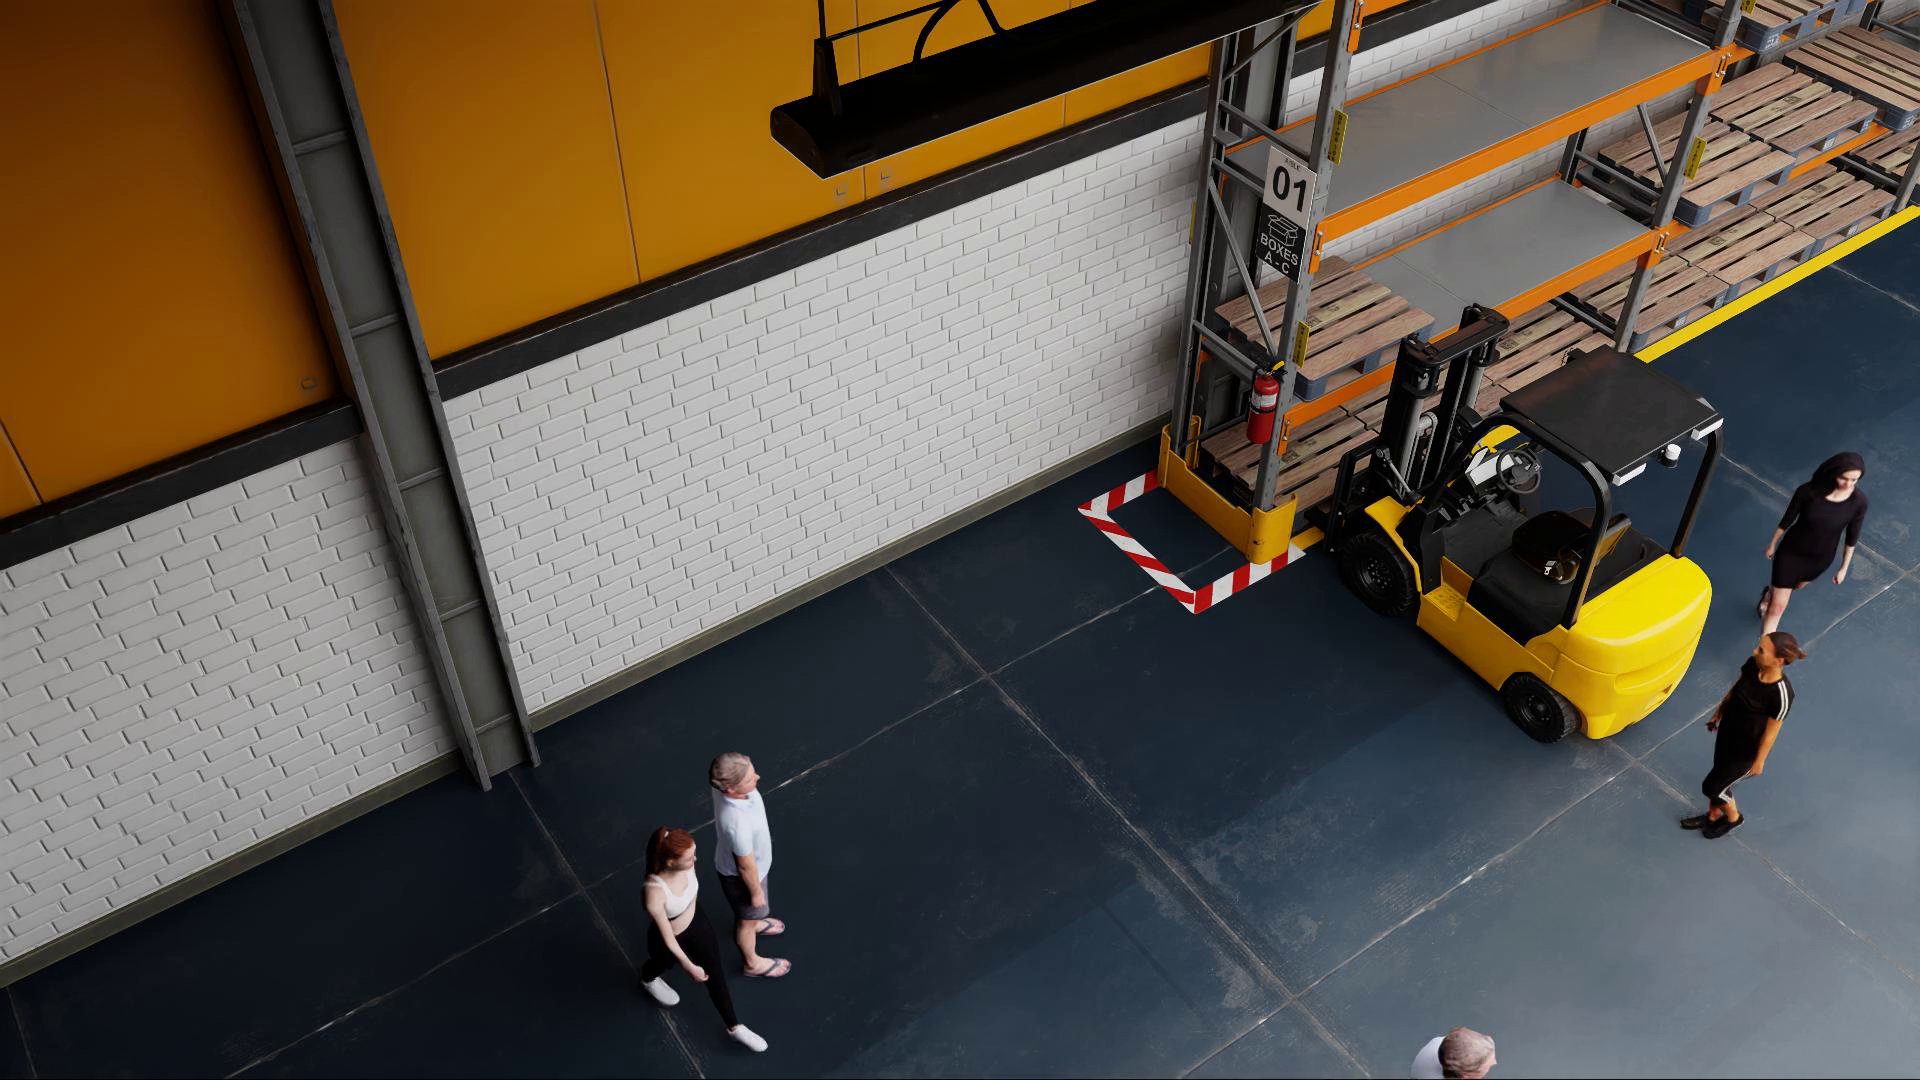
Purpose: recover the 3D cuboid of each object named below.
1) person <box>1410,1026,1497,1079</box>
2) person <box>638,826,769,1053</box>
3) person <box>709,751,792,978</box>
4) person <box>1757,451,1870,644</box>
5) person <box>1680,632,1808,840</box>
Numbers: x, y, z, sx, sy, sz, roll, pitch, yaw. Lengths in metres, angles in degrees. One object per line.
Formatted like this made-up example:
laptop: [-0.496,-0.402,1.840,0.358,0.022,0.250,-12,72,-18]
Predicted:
person: [2.133,2.863,7.861,1.202,1.868,1.046,-1,44,-1]
person: [-1.575,2.070,8.815,0.955,1.701,1.124,22,48,21]
person: [-1.192,1.746,9.060,0.726,1.833,0.734,-6,44,-6]
person: [5.504,0.078,10.865,1.063,1.757,1.193,12,45,12]
person: [4.696,1.162,9.801,0.760,1.656,0.722,-3,44,-4]
